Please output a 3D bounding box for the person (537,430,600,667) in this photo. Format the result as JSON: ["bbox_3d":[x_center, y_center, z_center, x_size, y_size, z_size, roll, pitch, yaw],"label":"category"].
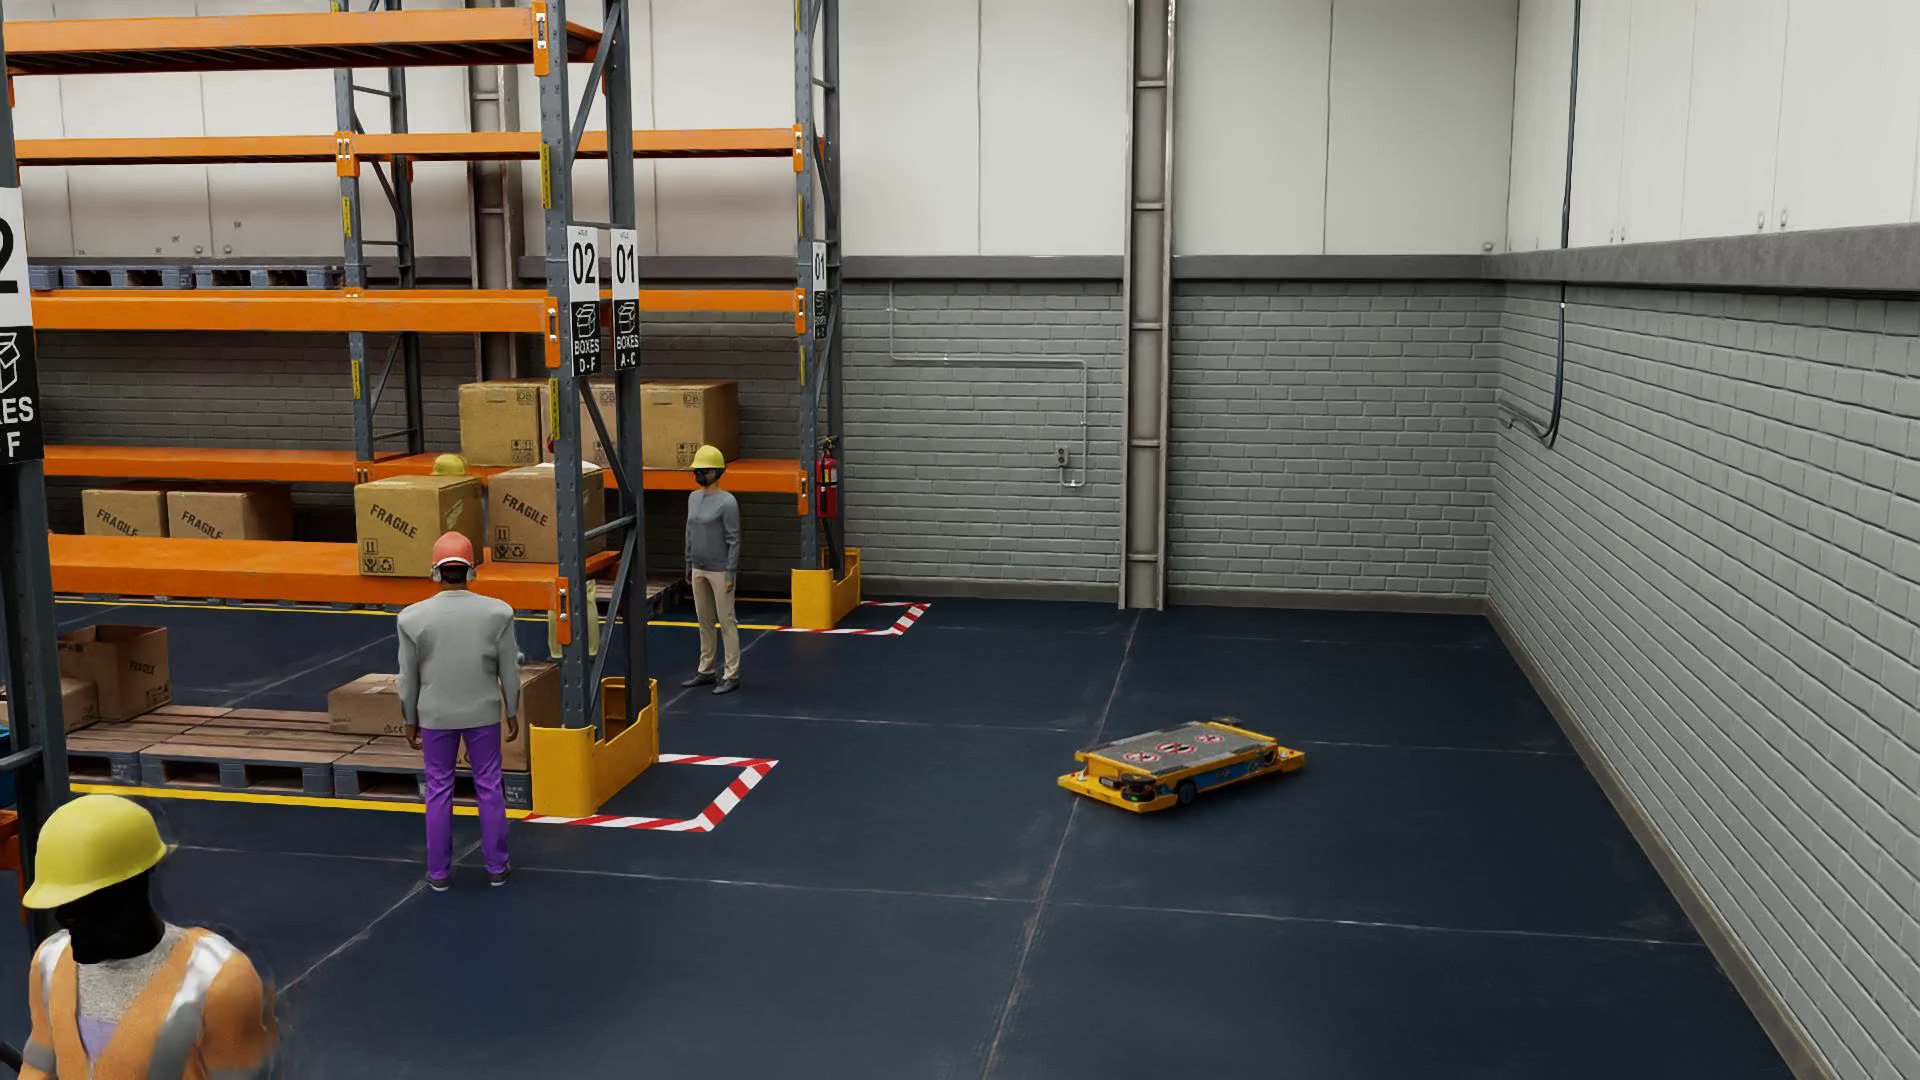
[{"bbox_3d":[-2.978,0.048,12.599,0.564,1.841,0.390,-3,10,-17],"label":"person"}]

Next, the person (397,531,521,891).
[{"bbox_3d":[-2.423,0.825,8.085,0.568,1.743,0.349,-3,10,-18],"label":"person"}]

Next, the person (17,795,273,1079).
[{"bbox_3d":[-1.850,1.480,3.628,0.607,1.869,0.975,4,10,22],"label":"person"}]

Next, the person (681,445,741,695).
[{"bbox_3d":[-1.773,0.208,11.836,0.528,1.772,0.304,8,12,40],"label":"person"}]

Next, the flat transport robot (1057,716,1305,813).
[{"bbox_3d":[1.312,1.294,9.732,1.431,0.197,0.652,-8,12,-39],"label":"flat transport robot"}]

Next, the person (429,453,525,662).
[{"bbox_3d":[-3.496,0.241,11.793,0.717,1.719,0.489,4,10,22],"label":"person"}]
